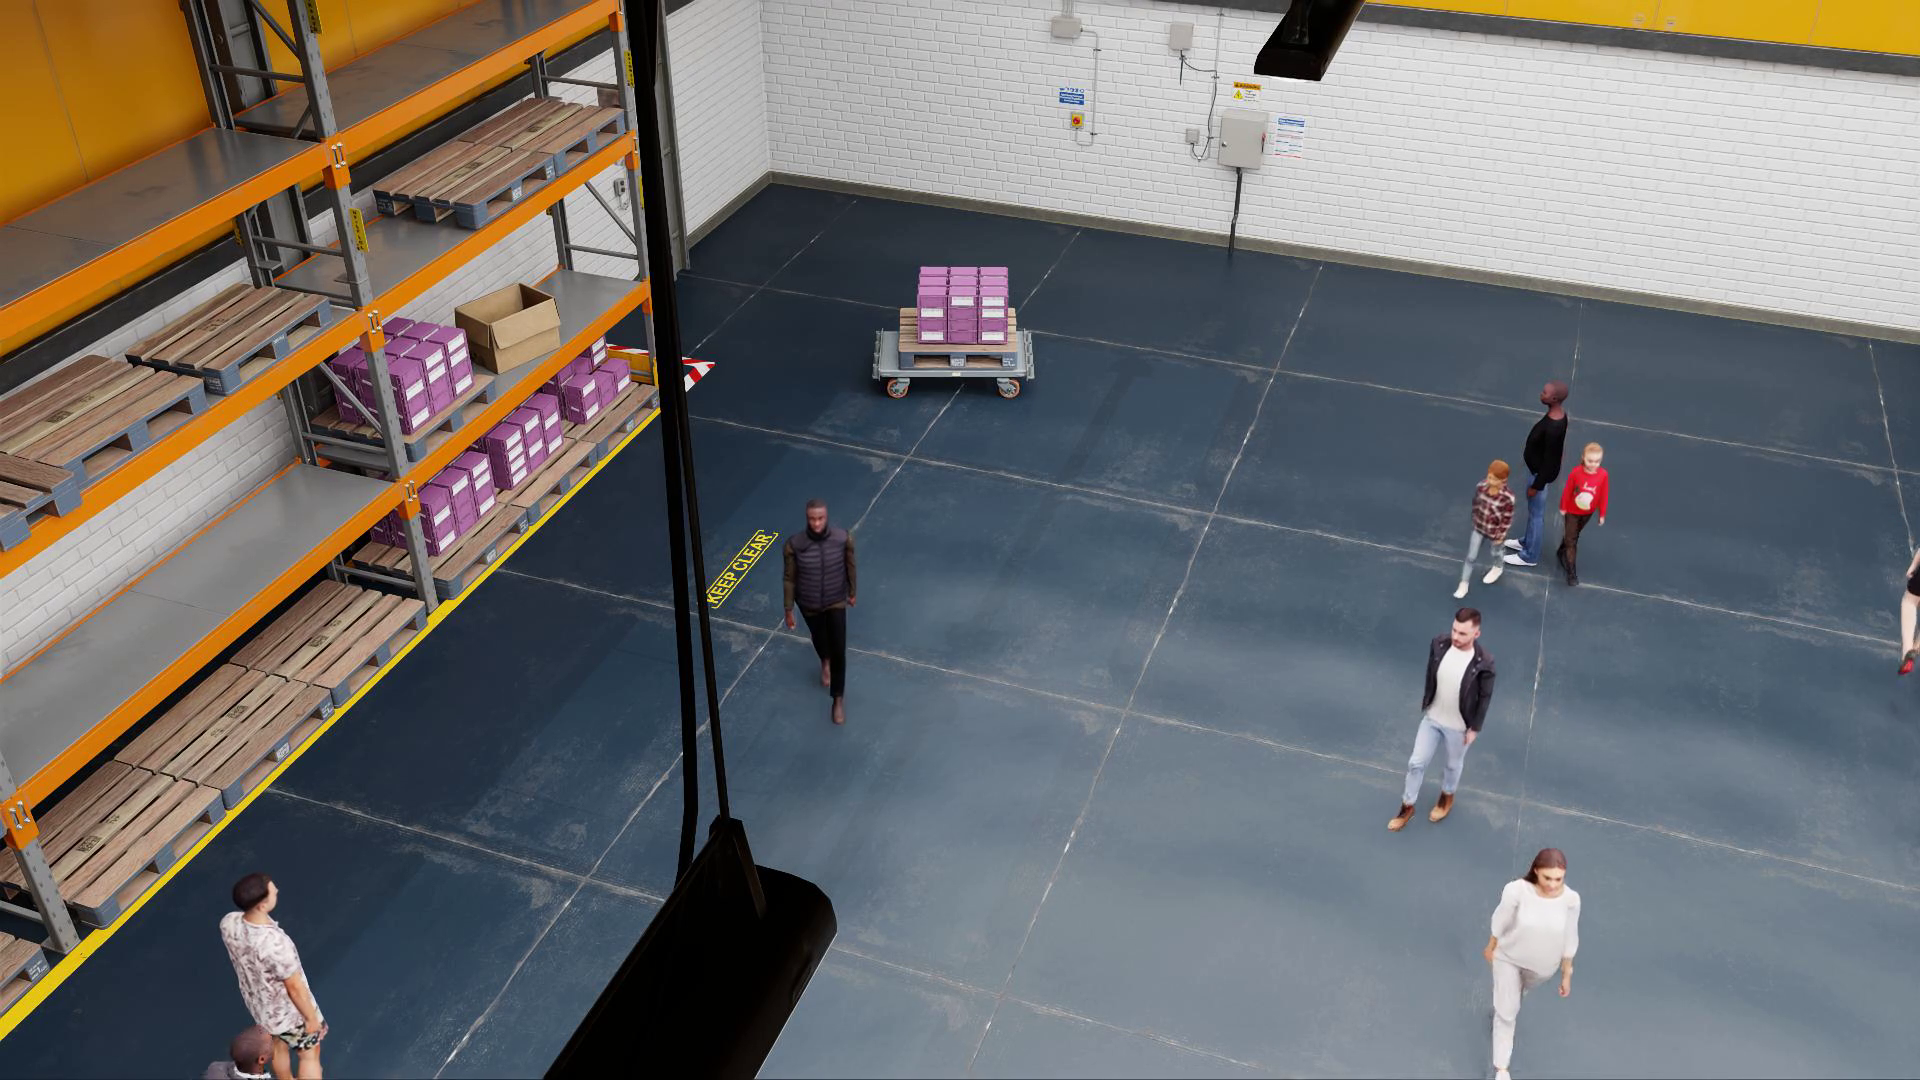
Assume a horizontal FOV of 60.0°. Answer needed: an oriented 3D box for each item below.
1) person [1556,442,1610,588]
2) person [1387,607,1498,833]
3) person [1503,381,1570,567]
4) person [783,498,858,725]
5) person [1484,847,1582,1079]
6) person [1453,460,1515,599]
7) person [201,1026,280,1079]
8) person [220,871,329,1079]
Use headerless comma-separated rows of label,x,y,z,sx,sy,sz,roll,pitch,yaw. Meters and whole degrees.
person,5.260,-0.283,14.154,0.696,1.256,0.919,-1,34,-1
person,3.424,1.184,11.442,0.813,1.817,0.931,24,40,31
person,4.956,-0.572,14.145,0.644,1.749,0.455,12,35,17
person,-1.048,0.429,12.604,1.039,1.787,1.252,-4,34,-6
person,3.321,2.387,9.787,0.805,1.645,1.116,3,34,5
person,4.466,-0.137,13.914,0.951,1.279,0.728,-29,43,-36
person,-3.577,3.196,8.435,0.830,1.793,0.967,13,36,19
person,-3.841,2.577,9.350,0.710,1.811,0.631,18,38,25
